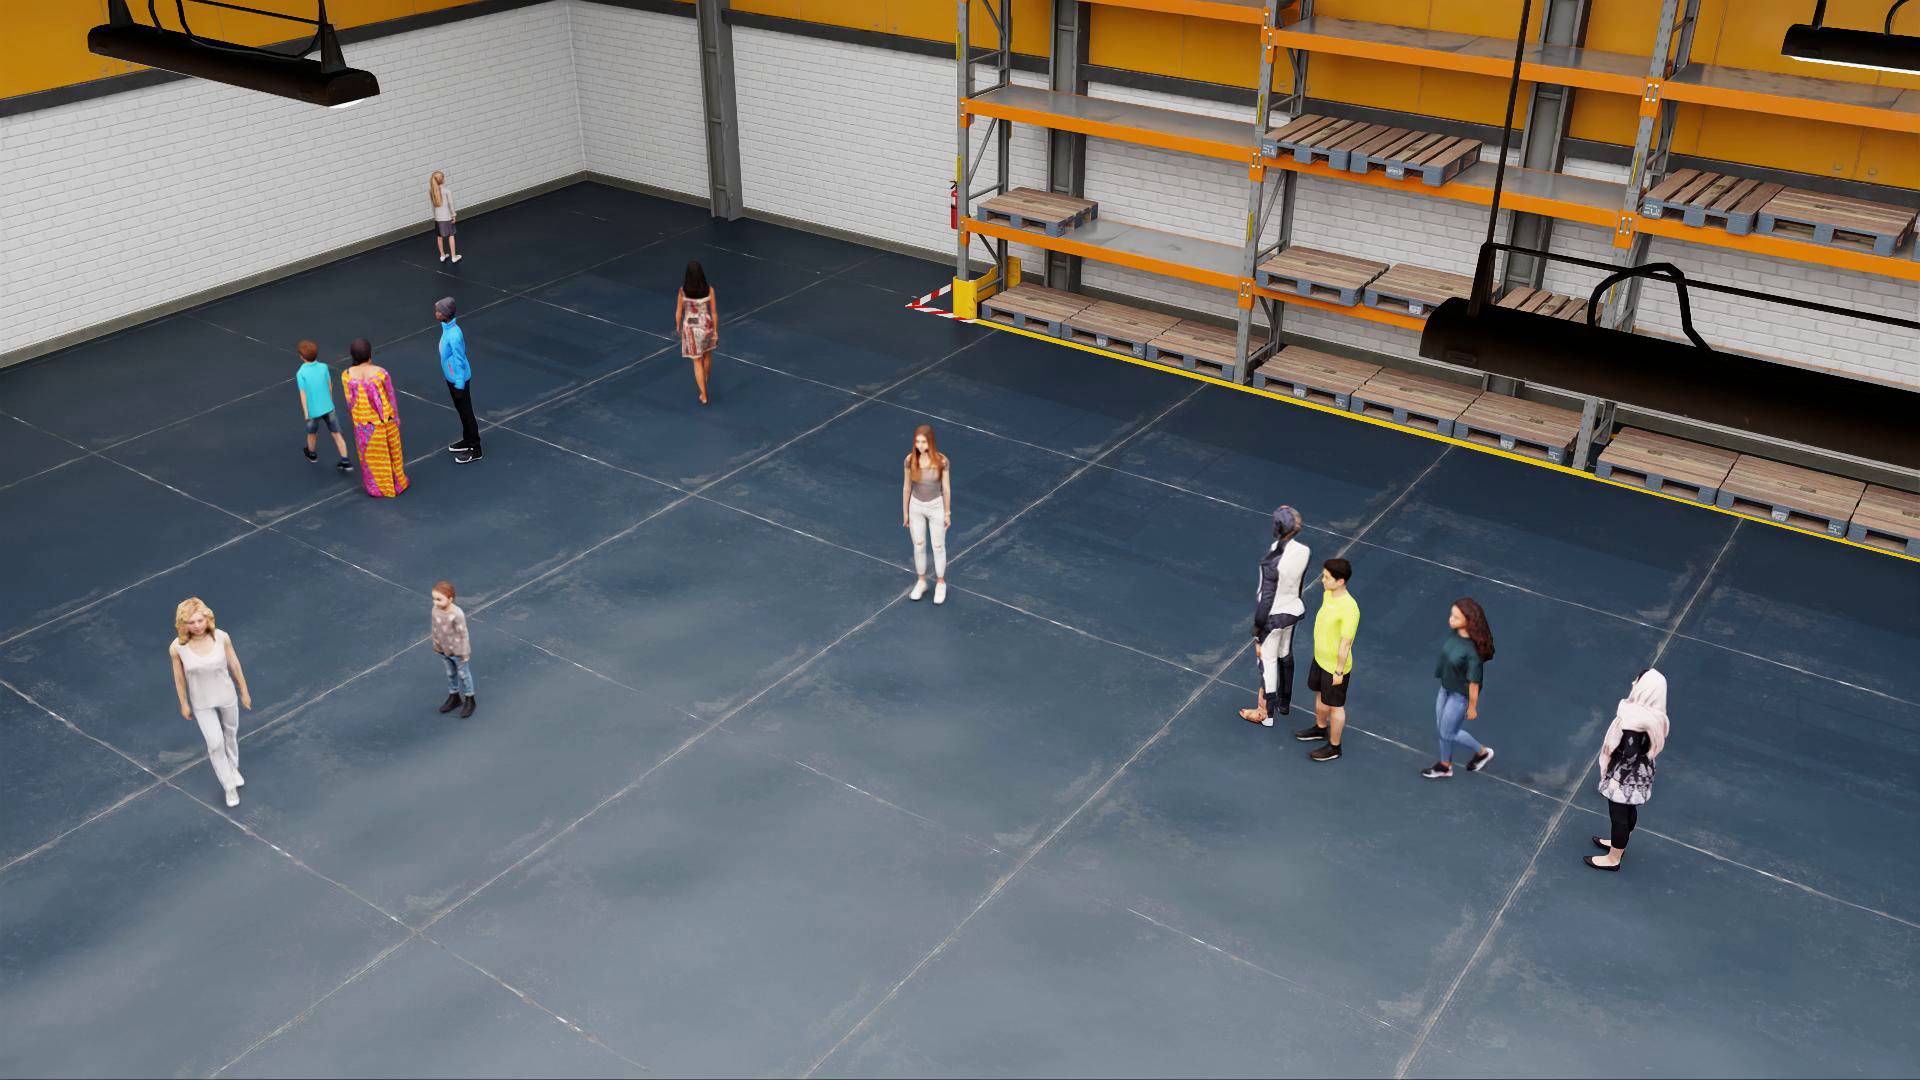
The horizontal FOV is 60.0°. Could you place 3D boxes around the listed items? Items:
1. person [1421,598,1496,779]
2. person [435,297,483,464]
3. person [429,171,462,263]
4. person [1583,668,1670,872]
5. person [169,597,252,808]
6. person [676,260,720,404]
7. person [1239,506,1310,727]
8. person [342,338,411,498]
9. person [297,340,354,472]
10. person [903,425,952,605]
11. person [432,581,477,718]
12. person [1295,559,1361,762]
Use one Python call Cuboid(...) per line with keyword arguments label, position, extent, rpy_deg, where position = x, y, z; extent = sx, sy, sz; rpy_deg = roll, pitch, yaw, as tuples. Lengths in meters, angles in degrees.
Cuboid(label="person", position=(3.837, 1.144, 12.529), extent=(0.874, 1.597, 0.798), rpy_deg=(-1, 29, -2))
Cuboid(label="person", position=(-5.285, -1.706, 17.548), extent=(0.750, 1.794, 0.631), rpy_deg=(-14, 32, -25))
Cuboid(label="person", position=(-7.237, -4.536, 23.277), extent=(0.563, 1.275, 0.643), rpy_deg=(4, 29, 7))
Cuboid(label="person", position=(4.699, 1.599, 11.652), extent=(0.603, 1.638, 0.615), rpy_deg=(18, 33, 29))
Cuboid(label="person", position=(-5.620, 1.169, 12.507), extent=(0.706, 1.574, 0.714), rpy_deg=(-19, 34, -31))
Cuboid(label="person", position=(-2.967, -2.334, 18.896), extent=(1.049, 1.605, 1.156), rpy_deg=(-8, 30, -14))
Cuboid(label="person", position=(2.522, 0.602, 13.216), extent=(0.741, 1.891, 0.667), rpy_deg=(-23, 36, -36))
Cuboid(label="person", position=(-5.949, -1.270, 16.864), extent=(0.777, 1.683, 0.842), rpy_deg=(-3, 29, -6))
Cuboid(label="person", position=(-6.626, -1.363, 17.317), extent=(0.994, 1.411, 0.633), rpy_deg=(24, 37, 37))
Cuboid(label="person", position=(-0.285, -0.256, 14.968), extent=(0.596, 1.717, 0.722), rpy_deg=(5, 29, 9))
Cuboid(label="person", position=(-4.107, 0.861, 13.468), extent=(0.459, 1.194, 0.583), rpy_deg=(11, 31, 20))
Cuboid(label="person", position=(2.889, 0.895, 12.870), extent=(0.747, 1.707, 0.675), rpy_deg=(-6, 29, -11))
